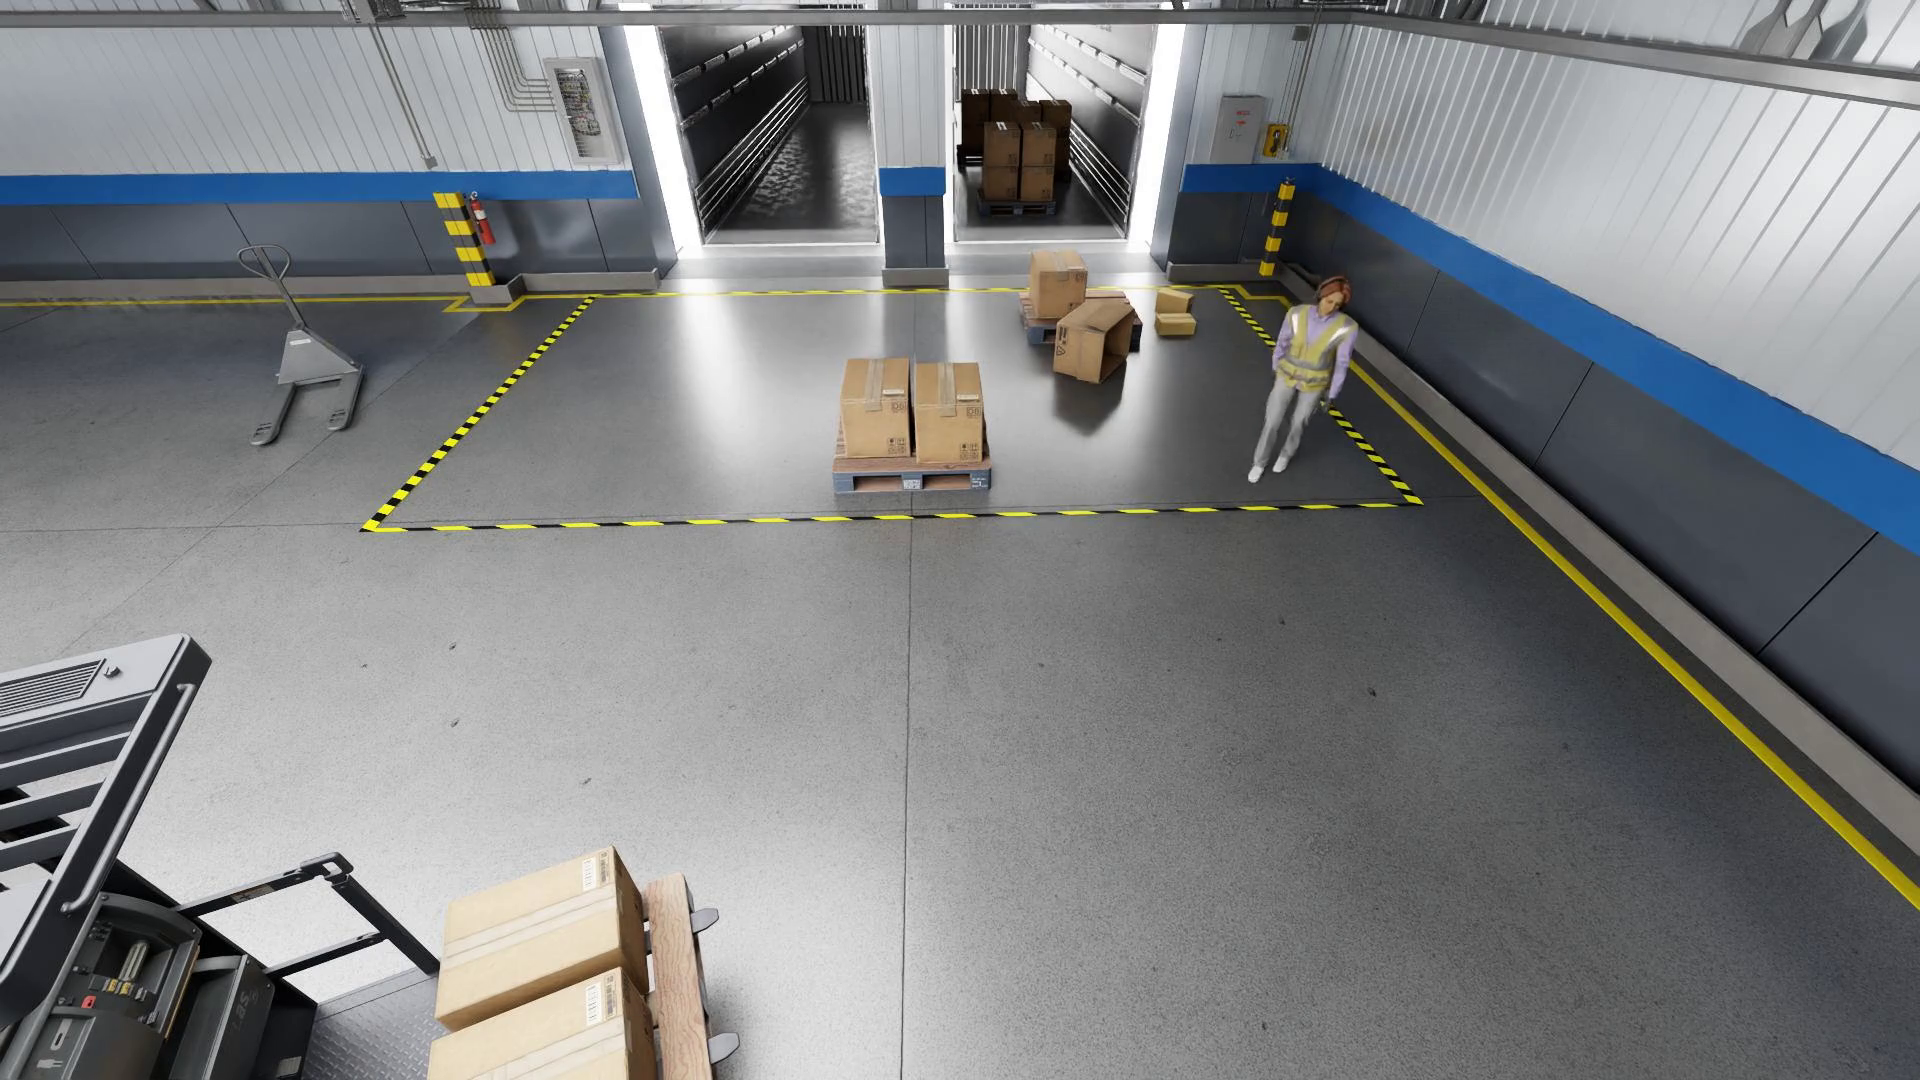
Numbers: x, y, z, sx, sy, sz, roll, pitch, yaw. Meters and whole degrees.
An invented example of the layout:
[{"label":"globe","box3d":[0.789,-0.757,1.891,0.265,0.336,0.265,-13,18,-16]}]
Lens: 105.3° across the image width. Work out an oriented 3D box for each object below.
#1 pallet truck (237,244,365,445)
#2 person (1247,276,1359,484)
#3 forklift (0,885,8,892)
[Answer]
[{"label":"pallet truck","box3d":[-5.915,-1.733,6.366,0.680,1.201,1.601,-18,42,-21]},{"label":"person","box3d":[2.482,-1.132,5.305,0.529,1.605,0.564,22,44,26]},{"label":"forklift","box3d":[-2.319,1.487,1.663,0.776,2.013,0.716,-15,41,-18]}]
